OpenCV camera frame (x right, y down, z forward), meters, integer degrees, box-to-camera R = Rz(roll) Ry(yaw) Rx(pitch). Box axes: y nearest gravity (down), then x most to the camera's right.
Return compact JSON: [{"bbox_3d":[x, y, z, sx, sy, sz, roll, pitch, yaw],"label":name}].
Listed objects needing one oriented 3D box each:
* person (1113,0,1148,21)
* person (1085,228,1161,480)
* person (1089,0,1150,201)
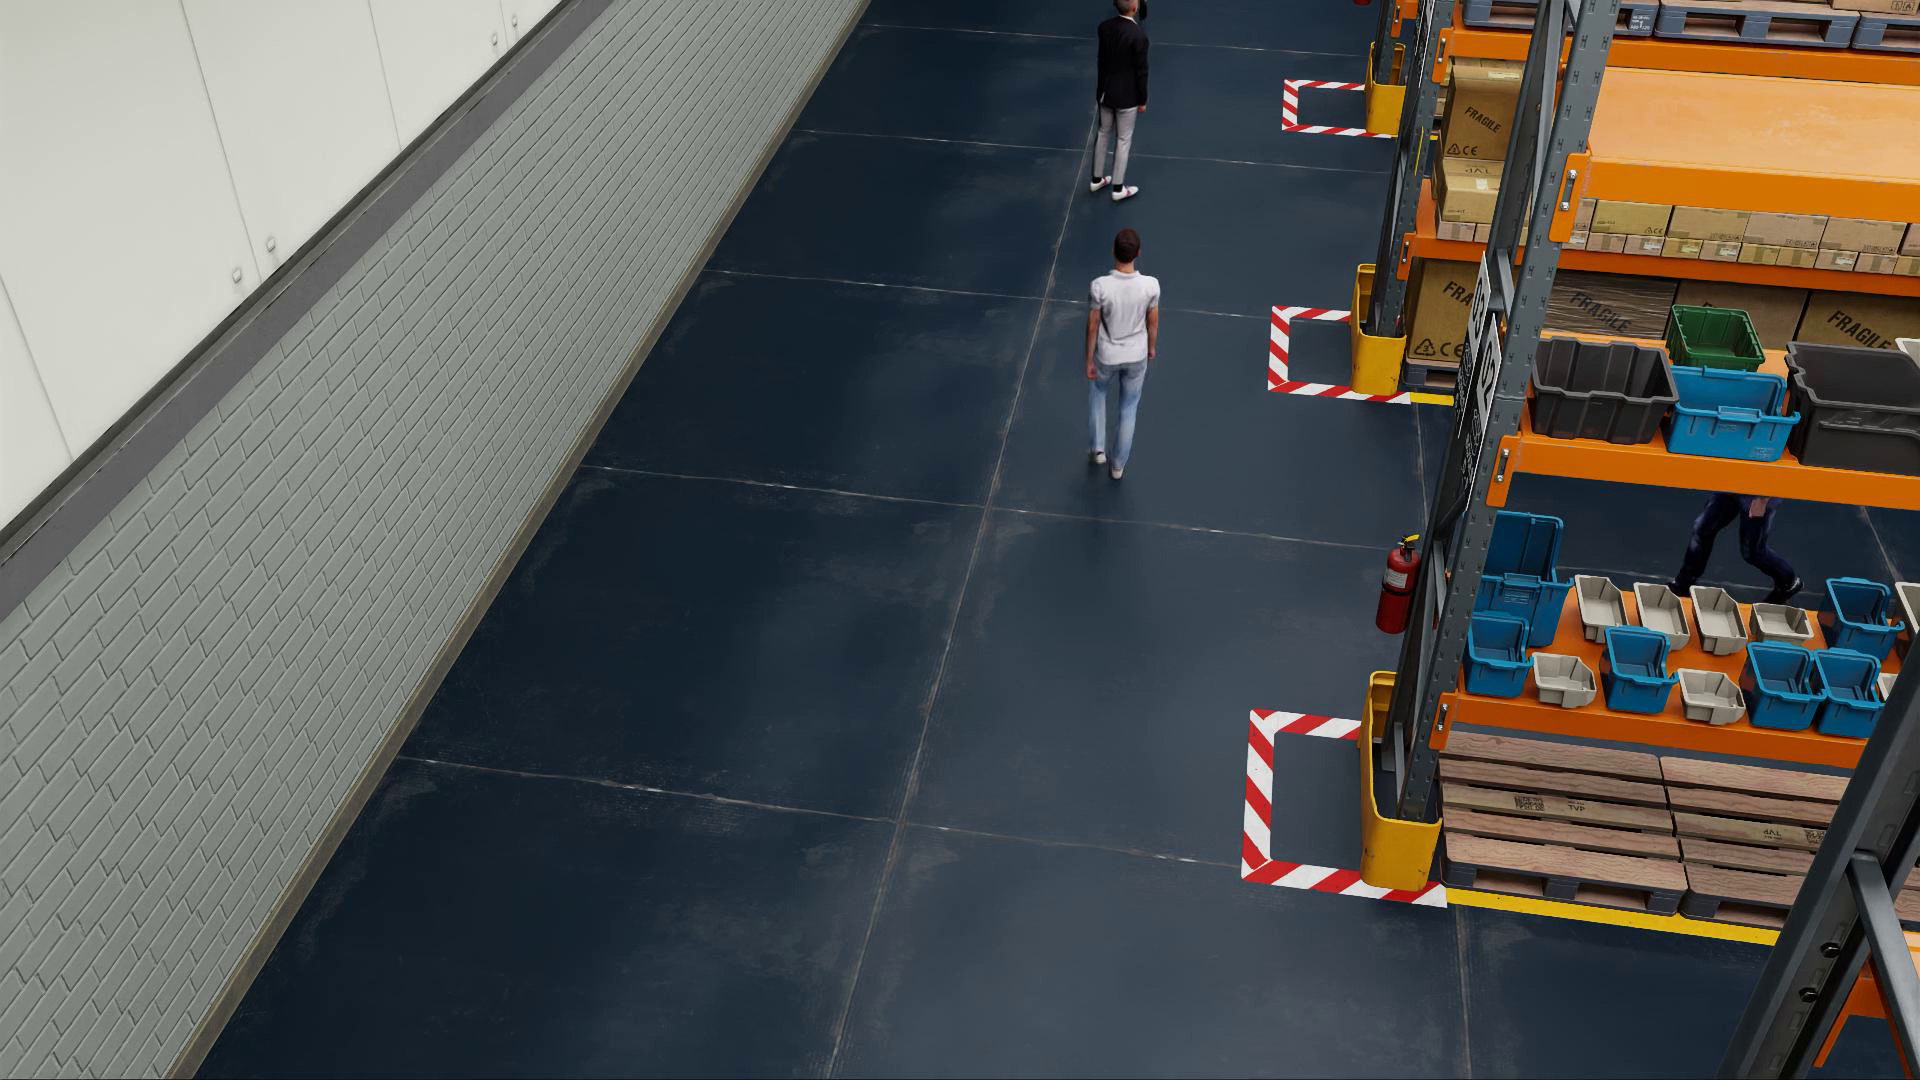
[{"bbox_3d":[1.958,-6.662,18.640,1.082,1.648,0.906,-6,38,-7],"label":"person"},{"bbox_3d":[1.099,-1.194,11.294,0.596,1.834,0.748,1,37,2],"label":"person"},{"bbox_3d":[1.419,-4.036,14.941,0.849,1.946,0.747,-30,46,-33],"label":"person"}]
